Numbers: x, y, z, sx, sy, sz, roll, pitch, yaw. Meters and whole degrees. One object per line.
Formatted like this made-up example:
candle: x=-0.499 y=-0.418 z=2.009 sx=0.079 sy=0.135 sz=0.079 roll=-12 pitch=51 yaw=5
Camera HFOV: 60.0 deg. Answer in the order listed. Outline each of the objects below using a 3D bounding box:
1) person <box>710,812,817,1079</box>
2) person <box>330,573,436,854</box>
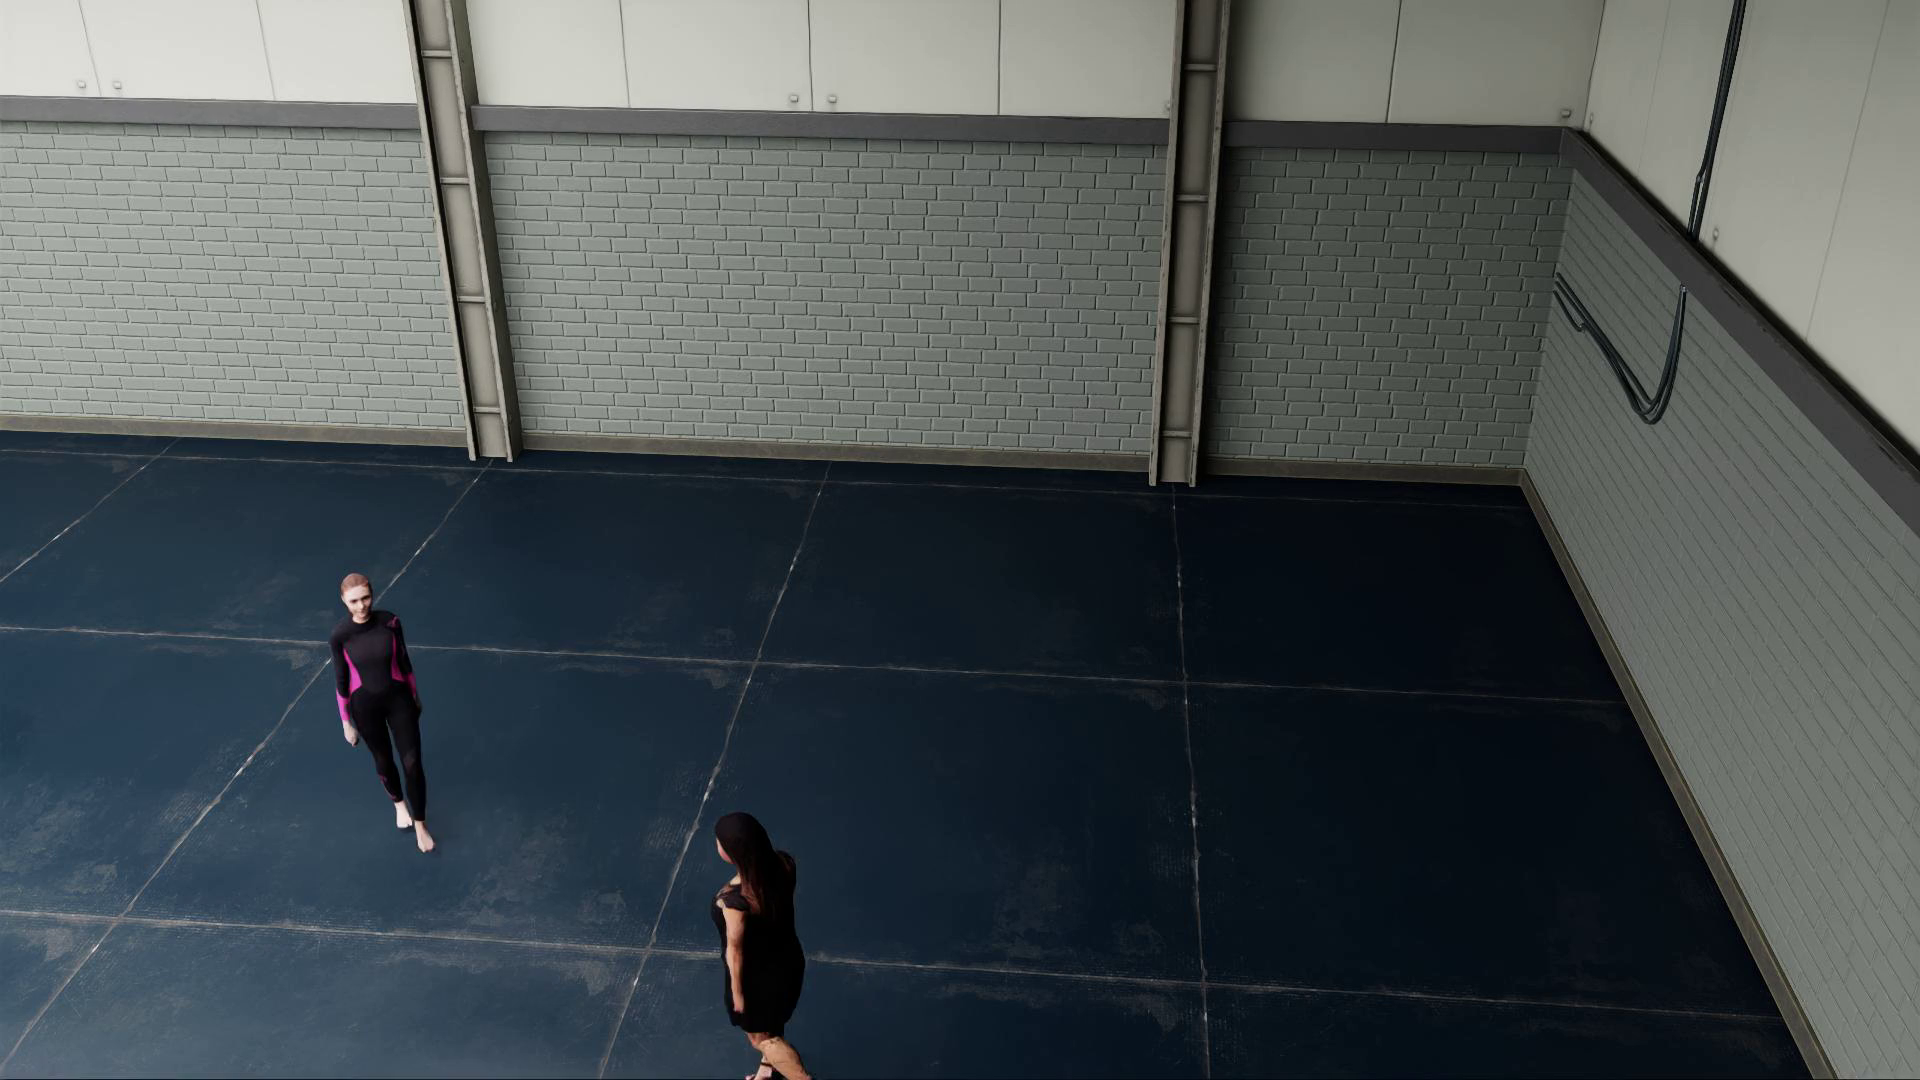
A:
person: x=-0.817 y=2.008 z=7.610 sx=1.043 sy=1.692 sz=0.904 roll=16 pitch=31 yaw=28
person: x=-3.364 y=0.933 z=9.661 sx=0.846 sy=1.727 sz=0.856 roll=-11 pitch=29 yaw=-20
